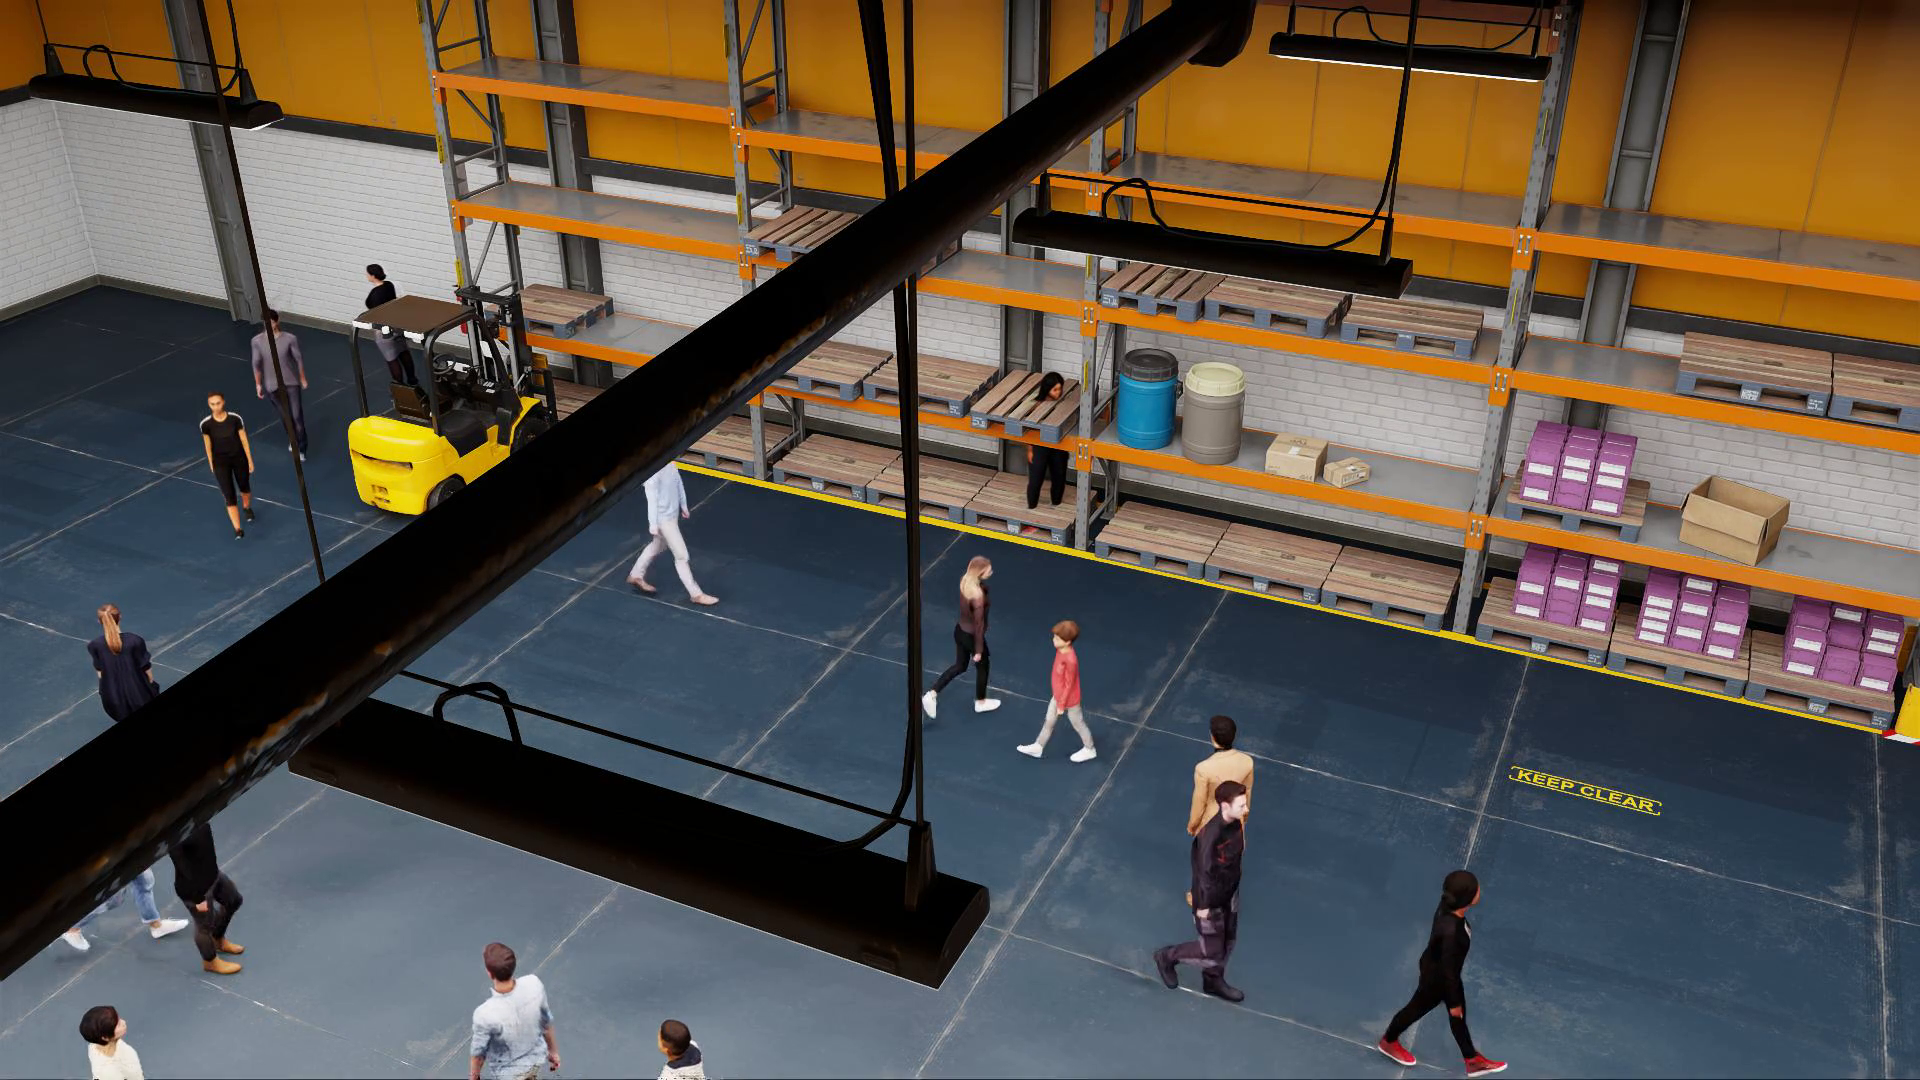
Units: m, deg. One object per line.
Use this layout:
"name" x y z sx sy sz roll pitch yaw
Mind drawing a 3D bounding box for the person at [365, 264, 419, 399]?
"person" -7.228 -2.666 21.116 0.719 1.750 0.729 5 29 10

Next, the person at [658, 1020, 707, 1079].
"person" -1.612 3.515 10.118 0.946 1.431 0.593 12 31 21

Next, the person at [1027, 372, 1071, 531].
"person" 0.957 -0.990 17.976 0.770 1.813 0.832 -10 30 -17

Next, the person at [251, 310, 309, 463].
"person" -7.973 -1.873 19.592 1.102 1.816 1.080 -3 29 -6

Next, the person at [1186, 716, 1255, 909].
"person" 1.948 2.075 12.451 0.757 1.724 0.822 -8 30 -15

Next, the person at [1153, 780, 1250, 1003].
"person" 1.712 2.450 11.584 0.939 1.895 0.780 19 34 31

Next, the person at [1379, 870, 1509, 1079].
"person" 3.097 2.887 11.068 1.065 1.624 0.678 12 31 20

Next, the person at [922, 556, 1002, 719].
"person" 0.017 0.880 14.695 1.075 1.673 1.043 -13 31 -22

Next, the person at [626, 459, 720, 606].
"person" -3.007 -0.212 16.515 1.317 1.847 0.850 7 29 12

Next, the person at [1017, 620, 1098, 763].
"person" 0.988 1.309 14.211 0.969 1.384 0.876 -7 29 -13

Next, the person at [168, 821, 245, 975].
"person" -5.496 2.399 11.866 0.728 1.716 0.734 0 29 1

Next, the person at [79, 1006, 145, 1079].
"person" -5.114 3.455 10.076 0.763 1.577 0.688 -13 31 -22

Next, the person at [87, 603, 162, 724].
"person" -6.969 1.279 13.953 0.695 1.683 0.778 -7 29 -12

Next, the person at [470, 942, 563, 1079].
"person" -2.633 3.269 10.166 1.163 1.817 0.866 22 36 35

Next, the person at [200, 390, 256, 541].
"person" -7.862 -0.865 17.954 1.059 1.616 1.159 -12 31 -20
